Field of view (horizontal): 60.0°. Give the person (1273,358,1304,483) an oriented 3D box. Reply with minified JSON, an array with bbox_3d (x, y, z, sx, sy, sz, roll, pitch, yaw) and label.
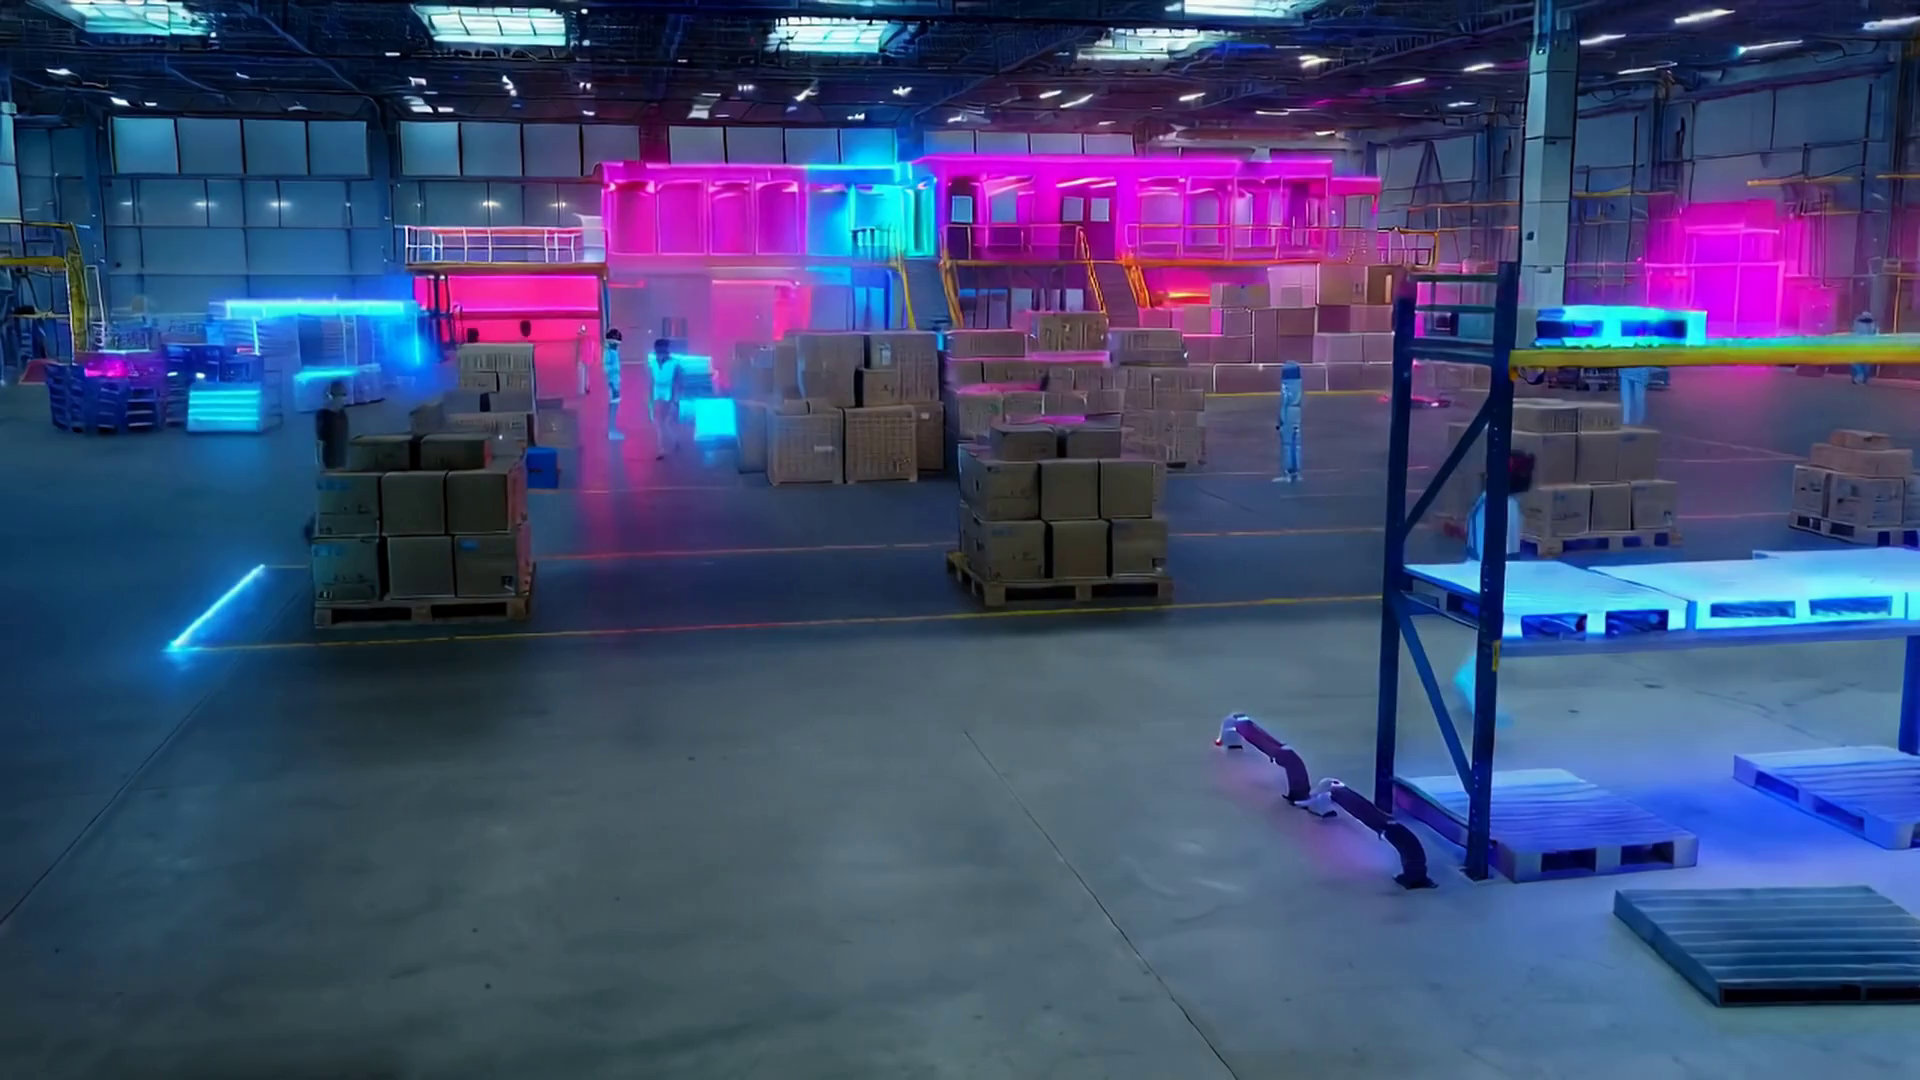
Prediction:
[{"bbox_3d":[4.600,-1.668,23.247,0.294,1.744,0.487,9,13,43],"label":"person"}]

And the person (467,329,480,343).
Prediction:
[{"bbox_3d":[-9.314,-3.107,31.771,0.527,1.838,0.919,1,9,6],"label":"person"}]

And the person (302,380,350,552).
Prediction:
[{"bbox_3d":[-6.497,-0.732,17.198,0.622,1.852,0.522,4,10,20],"label":"person"}]

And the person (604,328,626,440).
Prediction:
[{"bbox_3d":[-6.043,-2.720,29.058,0.343,1.942,0.548,-1,9,-8],"label":"person"}]

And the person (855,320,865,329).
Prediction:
[{"bbox_3d":[-2.193,-3.950,36.850,0.508,1.847,0.345,1,9,6],"label":"person"}]

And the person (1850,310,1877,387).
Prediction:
[{"bbox_3d":[22.614,-4.779,41.624,0.604,1.937,0.403,0,9,0],"label":"person"}]

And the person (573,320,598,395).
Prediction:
[{"bbox_3d":[-8.831,-4.302,39.245,0.559,1.750,0.449,-2,9,-11],"label":"person"}]

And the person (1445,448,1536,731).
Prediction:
[{"bbox_3d":[3.446,0.326,10.708,0.414,1.866,0.626,5,10,27],"label":"person"}]

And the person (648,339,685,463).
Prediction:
[{"bbox_3d":[-4.525,-2.143,25.622,0.611,1.904,0.494,7,12,37],"label":"person"}]

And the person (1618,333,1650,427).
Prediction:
[{"bbox_3d":[12.740,-3.032,31.411,0.610,1.803,0.871,6,11,31],"label":"person"}]

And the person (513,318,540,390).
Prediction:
[{"bbox_3d":[-8.981,-3.604,34.438,0.623,1.949,0.454,6,11,31],"label":"person"}]
